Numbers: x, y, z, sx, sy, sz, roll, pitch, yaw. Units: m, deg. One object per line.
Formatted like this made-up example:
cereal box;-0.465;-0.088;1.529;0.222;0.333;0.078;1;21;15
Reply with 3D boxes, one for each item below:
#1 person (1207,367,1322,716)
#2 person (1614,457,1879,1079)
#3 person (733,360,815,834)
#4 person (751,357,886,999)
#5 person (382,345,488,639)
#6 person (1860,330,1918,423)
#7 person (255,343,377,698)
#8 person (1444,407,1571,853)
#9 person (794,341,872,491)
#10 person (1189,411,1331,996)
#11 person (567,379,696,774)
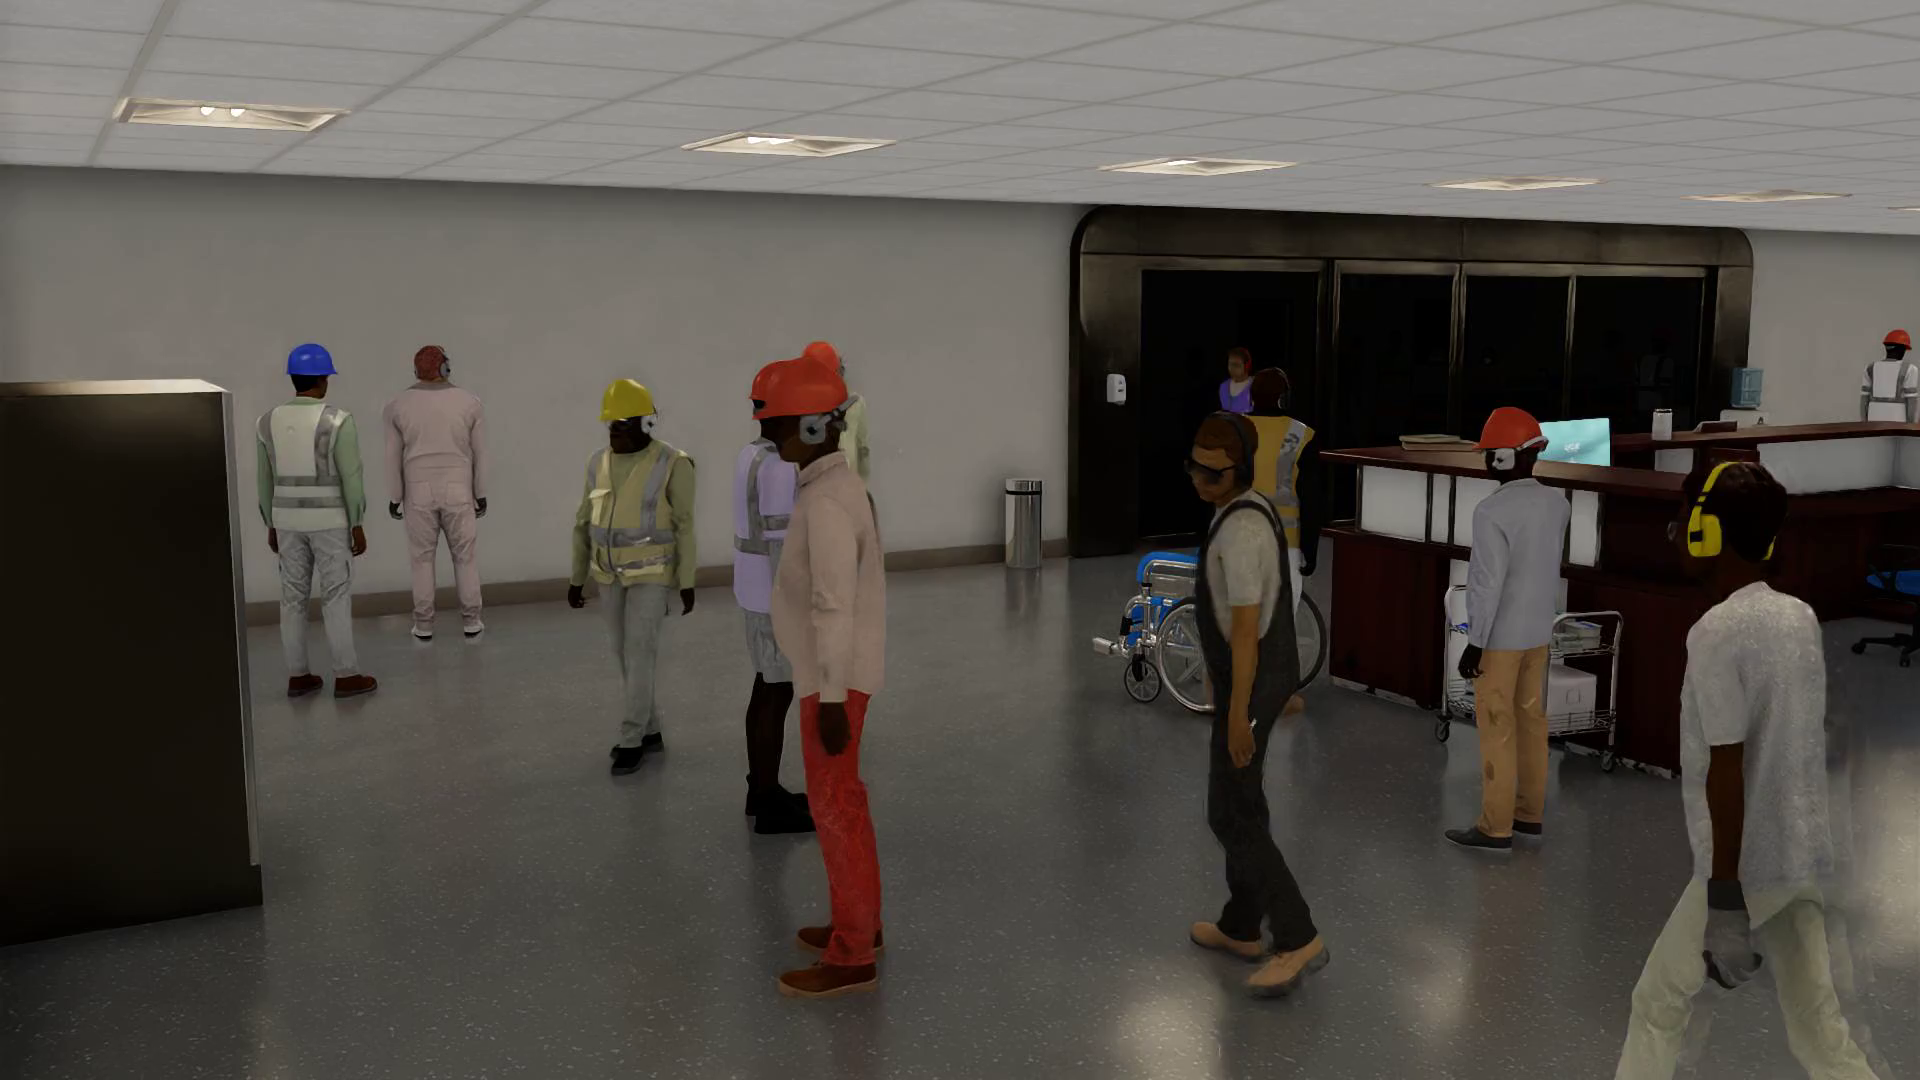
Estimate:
person;1.604;0.010;8.768;0.628;1.835;0.429;5;9;30
person;1.784;0.732;3.659;0.543;1.810;1.004;-6;10;-36
person;-0.734;0.231;6.829;0.377;1.931;0.545;-2;8;-17
person;-0.441;0.424;5.225;0.414;1.985;0.625;0;8;-3
person;-3.396;-0.310;10.814;0.642;1.905;0.399;-3;8;-19
person;9.768;-1.243;17.488;0.388;1.925;0.548;-6;10;-37
person;-3.538;-0.096;9.139;0.615;1.946;0.409;2;8;12
person;2.157;0.349;6.584;0.572;1.748;0.335;-7;10;-40
person;-0.859;-0.272;10.416;0.689;1.945;0.651;-7;11;-43
person;0.961;0.494;5.311;0.468;1.827;0.693;3;8;19
person;-1.552;0.159;7.744;0.624;1.816;0.502;4;9;25
